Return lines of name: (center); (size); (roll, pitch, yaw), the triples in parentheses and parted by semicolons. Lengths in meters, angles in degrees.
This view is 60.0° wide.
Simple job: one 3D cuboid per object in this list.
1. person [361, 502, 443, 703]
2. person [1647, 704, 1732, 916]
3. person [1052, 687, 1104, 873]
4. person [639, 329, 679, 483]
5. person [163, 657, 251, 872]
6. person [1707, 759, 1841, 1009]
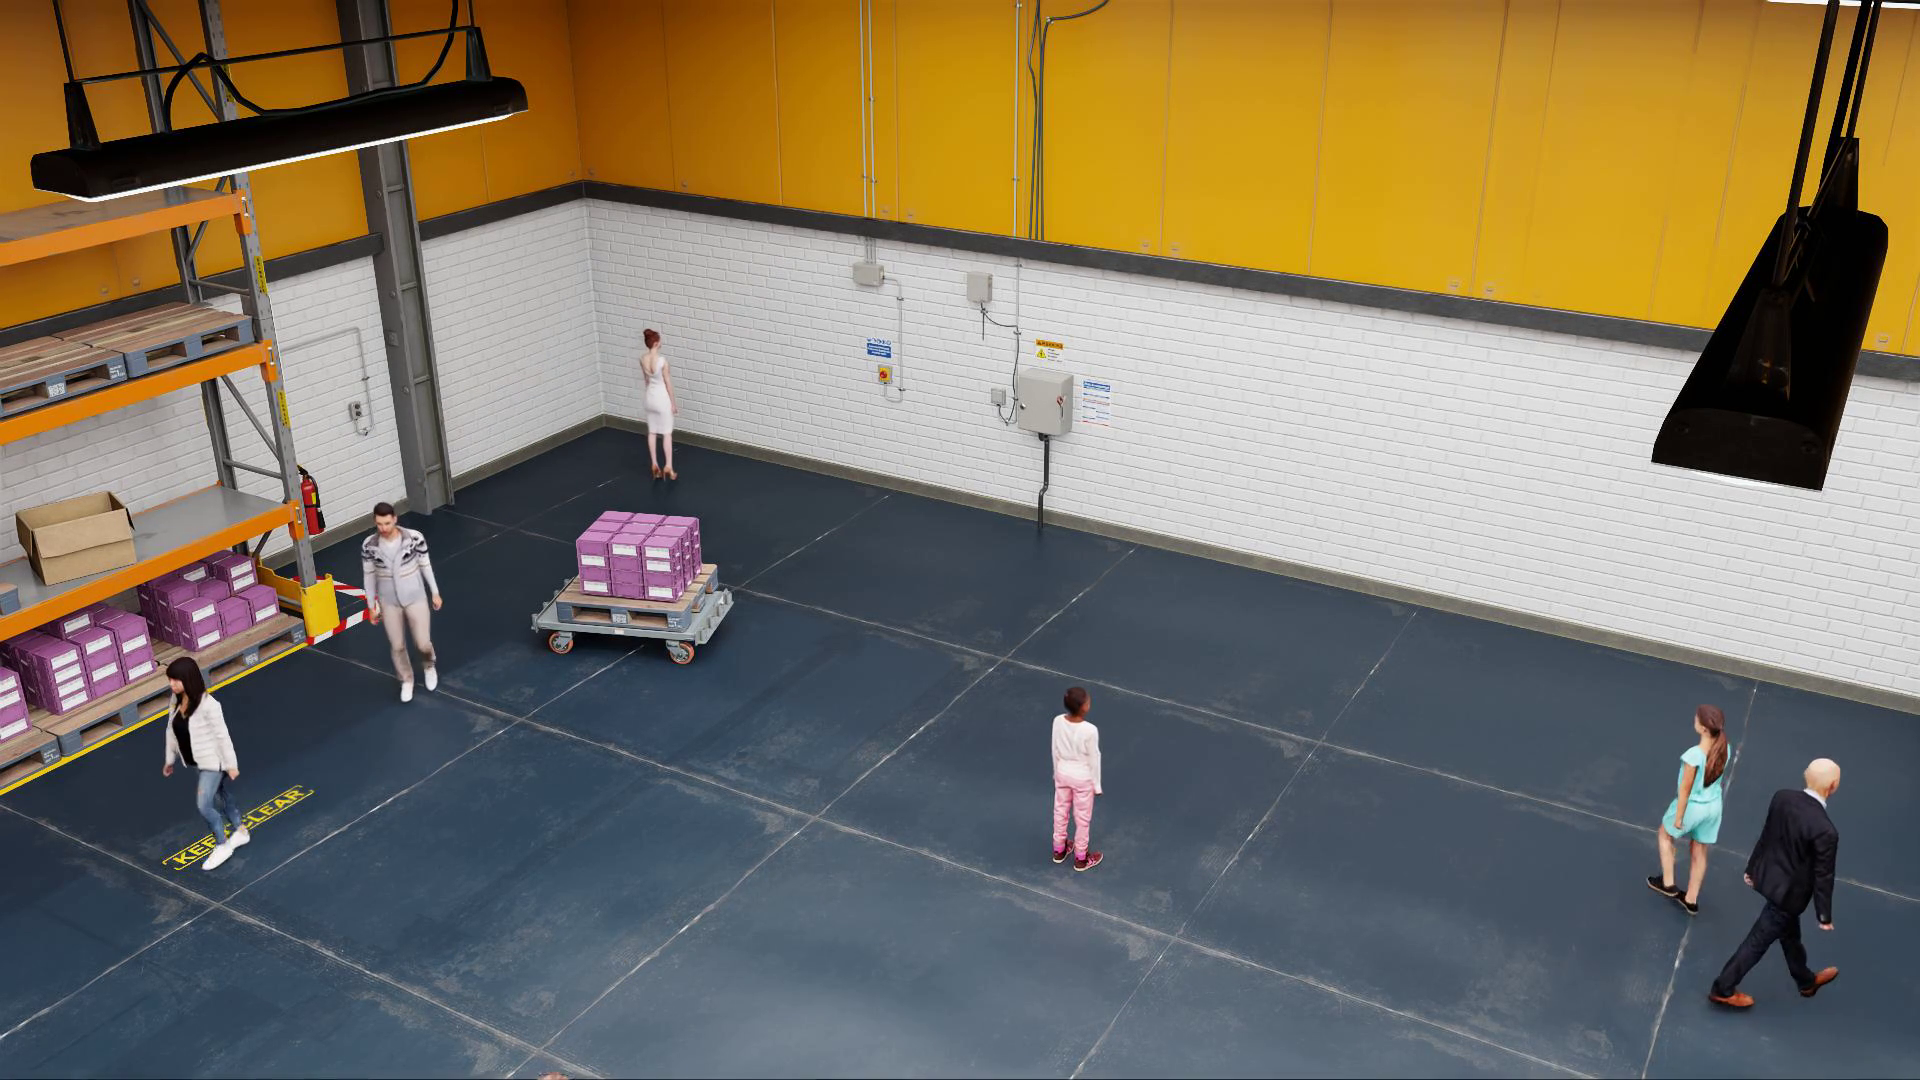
person: (-4.718, 0.472, 14.115); (0.885, 1.830, 0.936); (-4, 24, -8)
person: (5.053, 1.861, 11.296); (0.713, 1.543, 0.773); (-4, 24, -8)
person: (0.822, 1.674, 11.848); (0.568, 1.445, 0.516); (17, 29, 33)
person: (-3.432, -1.519, 18.718); (0.556, 1.792, 0.450); (14, 27, 28)
person: (-5.341, 1.533, 11.954); (0.629, 1.618, 0.676); (15, 28, 30)
person: (5.026, 2.182, 10.301); (1.209, 1.752, 1.199); (-3, 24, -7)
